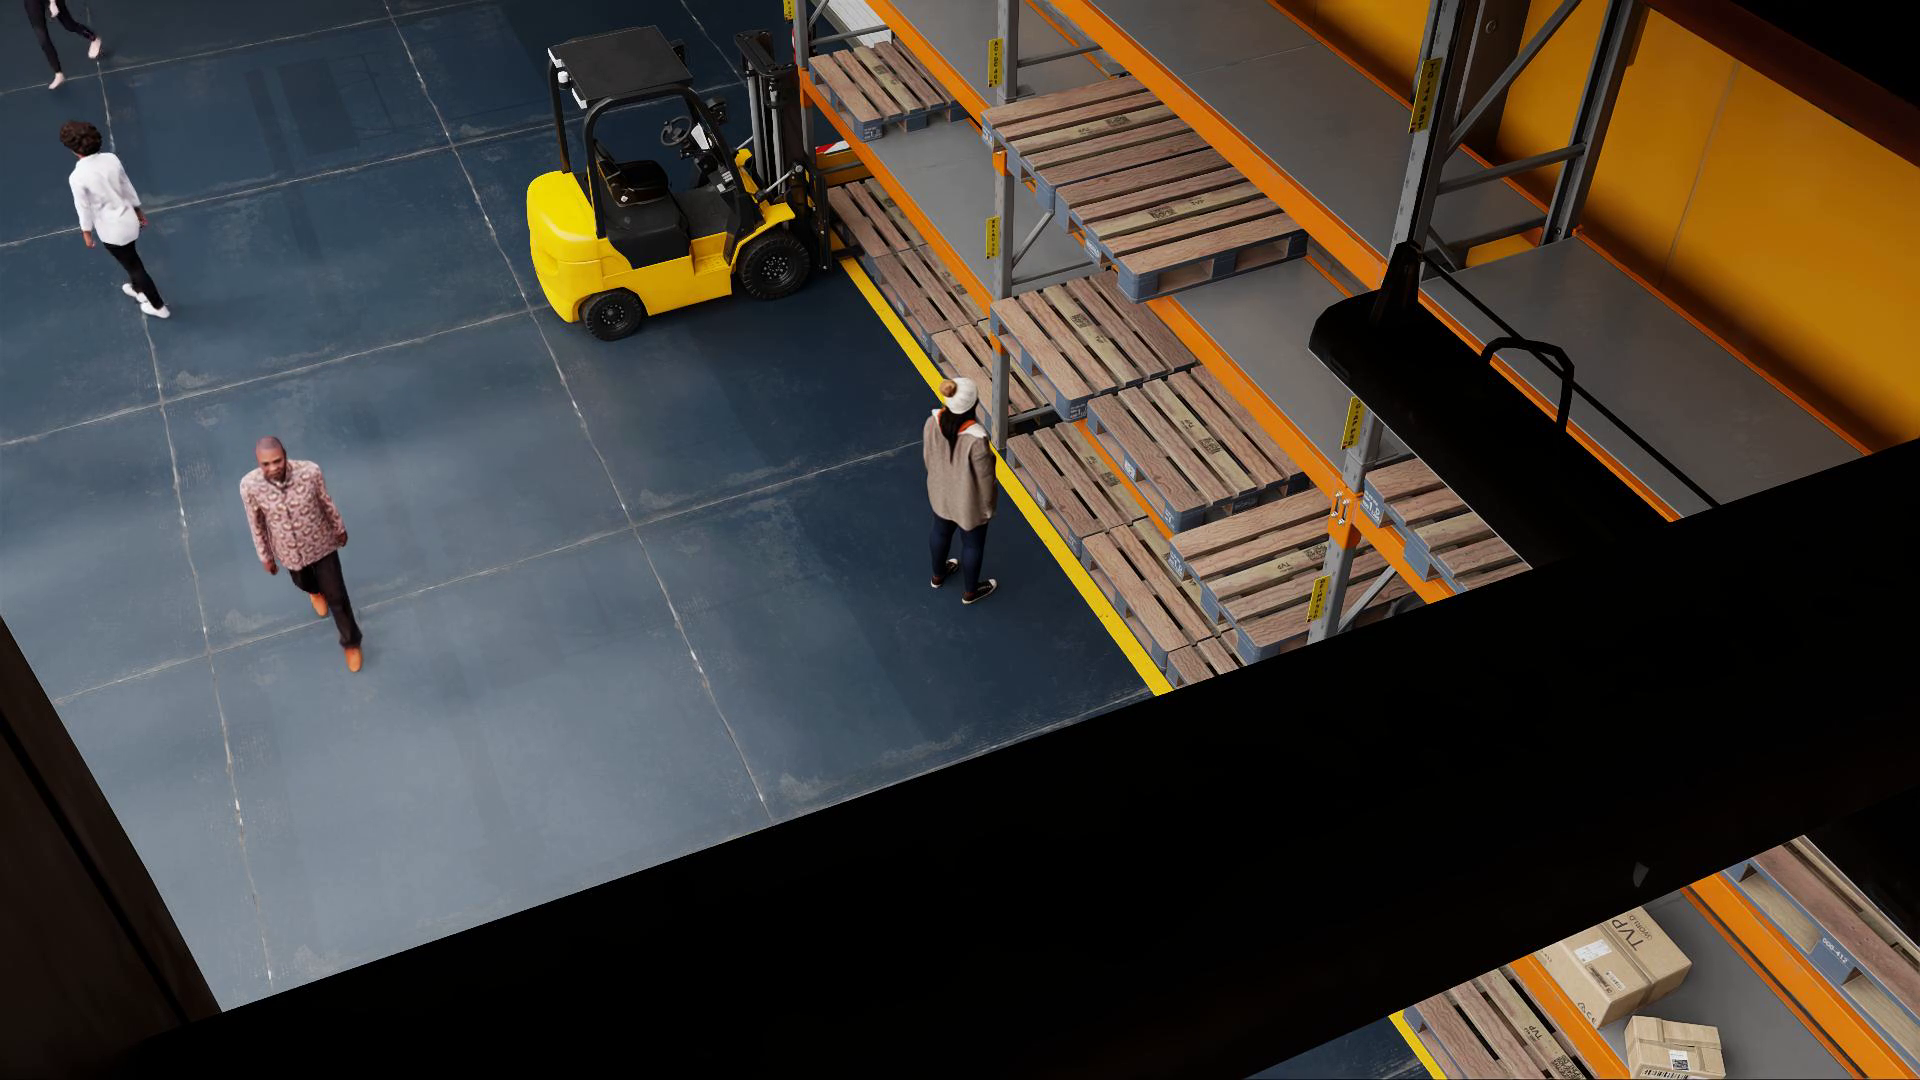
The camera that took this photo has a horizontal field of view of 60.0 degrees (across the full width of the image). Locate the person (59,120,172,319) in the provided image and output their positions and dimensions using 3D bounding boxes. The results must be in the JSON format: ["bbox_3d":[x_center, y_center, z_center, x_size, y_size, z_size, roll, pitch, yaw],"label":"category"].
[{"bbox_3d":[-6.834,-2.576,13.590,0.975,1.794,0.904,18,46,18],"label":"person"}]

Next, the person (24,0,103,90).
[{"bbox_3d":[-9.129,-5.465,16.684,0.961,1.708,1.119,8,44,8],"label":"person"}]

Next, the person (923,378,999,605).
[{"bbox_3d":[-0.013,-0.356,11.190,0.764,1.891,0.870,28,50,26],"label":"person"}]

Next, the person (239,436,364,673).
[{"bbox_3d":[-4.323,-0.038,10.925,0.764,1.796,1.158,-14,45,-14],"label":"person"}]
